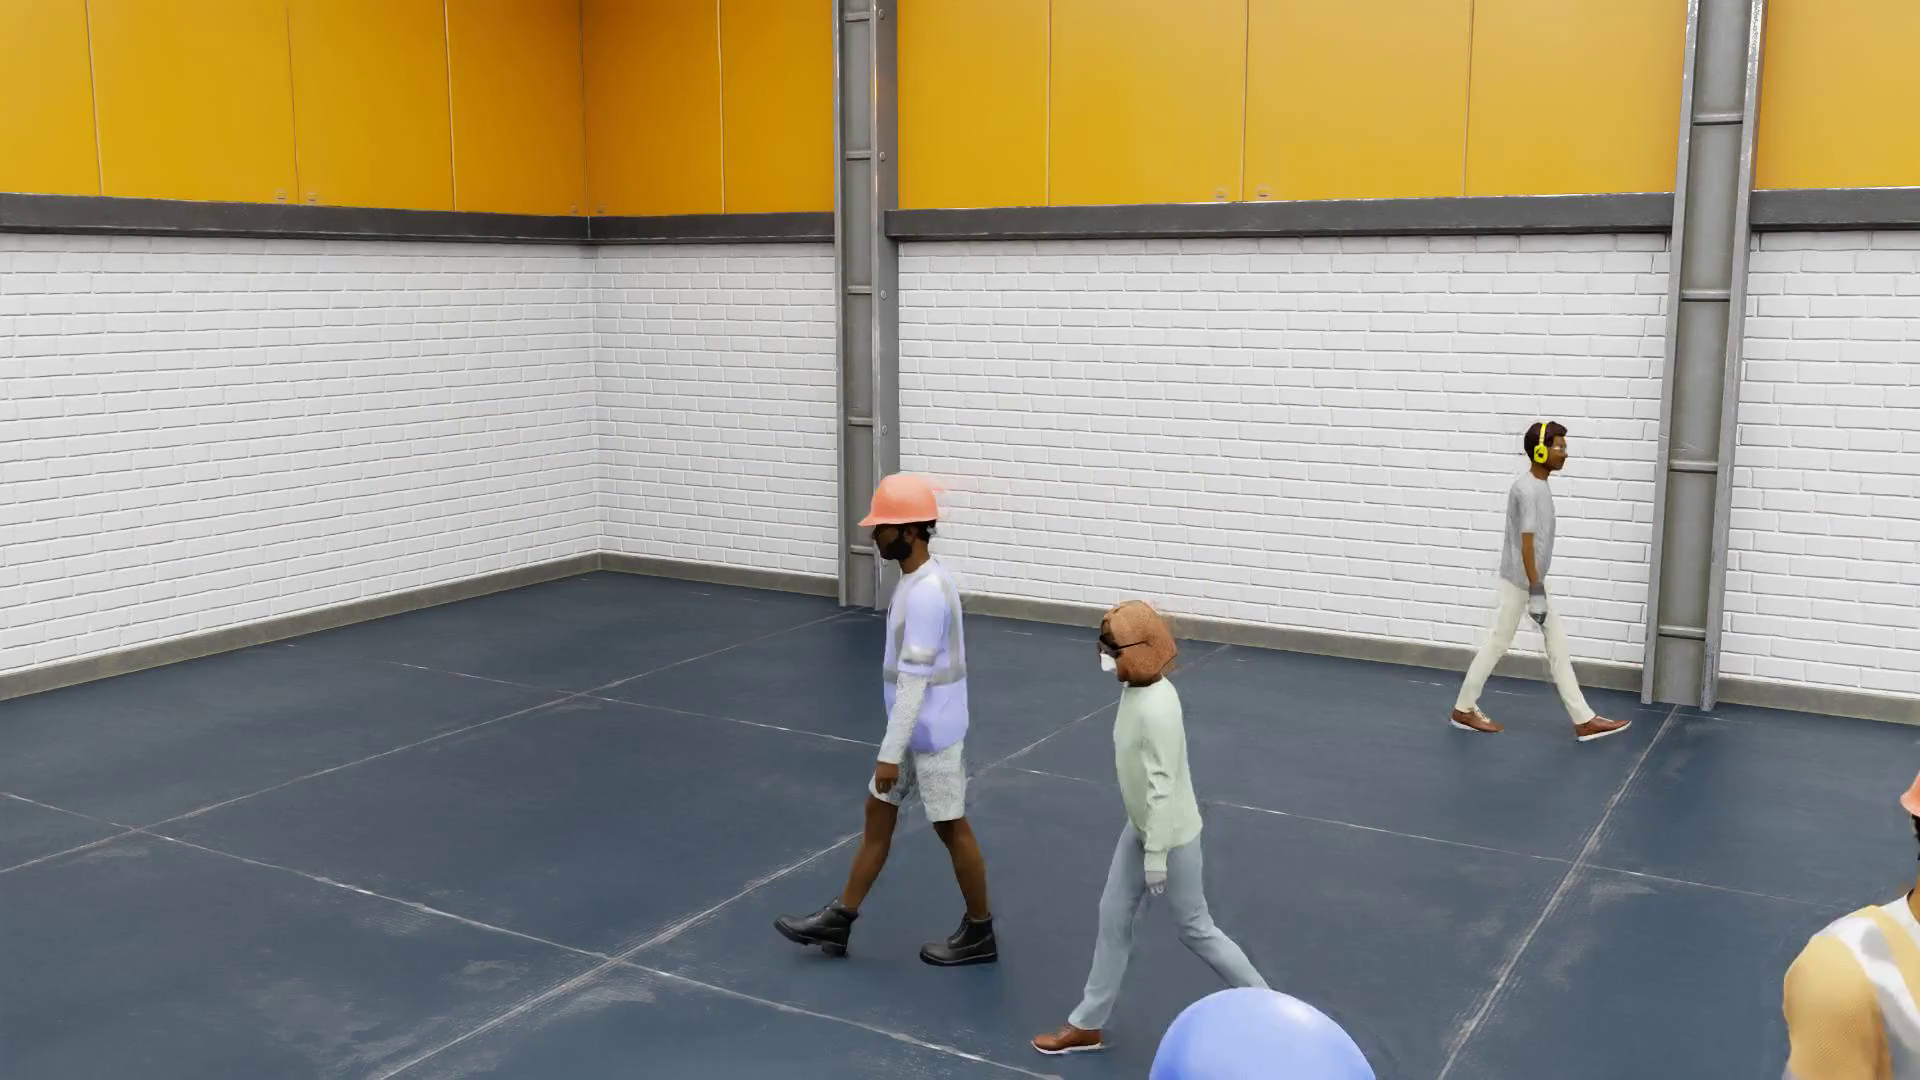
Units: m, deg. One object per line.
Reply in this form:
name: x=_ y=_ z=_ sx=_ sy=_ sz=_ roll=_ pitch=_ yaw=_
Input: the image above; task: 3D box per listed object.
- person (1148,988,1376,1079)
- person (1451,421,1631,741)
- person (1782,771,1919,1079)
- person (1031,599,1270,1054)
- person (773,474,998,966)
person: x=0.267 y=1.410 z=1.823 sx=0.951 sy=1.898 sz=0.625 roll=5 pitch=10 yaw=27
person: x=3.275 y=0.242 z=9.390 sx=0.995 sy=1.818 sz=0.552 roll=6 pitch=11 yaw=31
person: x=1.641 y=1.235 z=2.951 sx=0.547 sy=1.909 sz=0.564 roll=-4 pitch=10 yaw=-23
person: x=0.703 y=0.972 z=5.557 sx=0.852 sy=1.590 sz=0.537 roll=-1 pitch=9 yaw=-7
person: x=-0.276 y=0.706 z=6.251 sx=0.932 sy=1.895 sz=0.574 roll=-1 pitch=9 yaw=-7
